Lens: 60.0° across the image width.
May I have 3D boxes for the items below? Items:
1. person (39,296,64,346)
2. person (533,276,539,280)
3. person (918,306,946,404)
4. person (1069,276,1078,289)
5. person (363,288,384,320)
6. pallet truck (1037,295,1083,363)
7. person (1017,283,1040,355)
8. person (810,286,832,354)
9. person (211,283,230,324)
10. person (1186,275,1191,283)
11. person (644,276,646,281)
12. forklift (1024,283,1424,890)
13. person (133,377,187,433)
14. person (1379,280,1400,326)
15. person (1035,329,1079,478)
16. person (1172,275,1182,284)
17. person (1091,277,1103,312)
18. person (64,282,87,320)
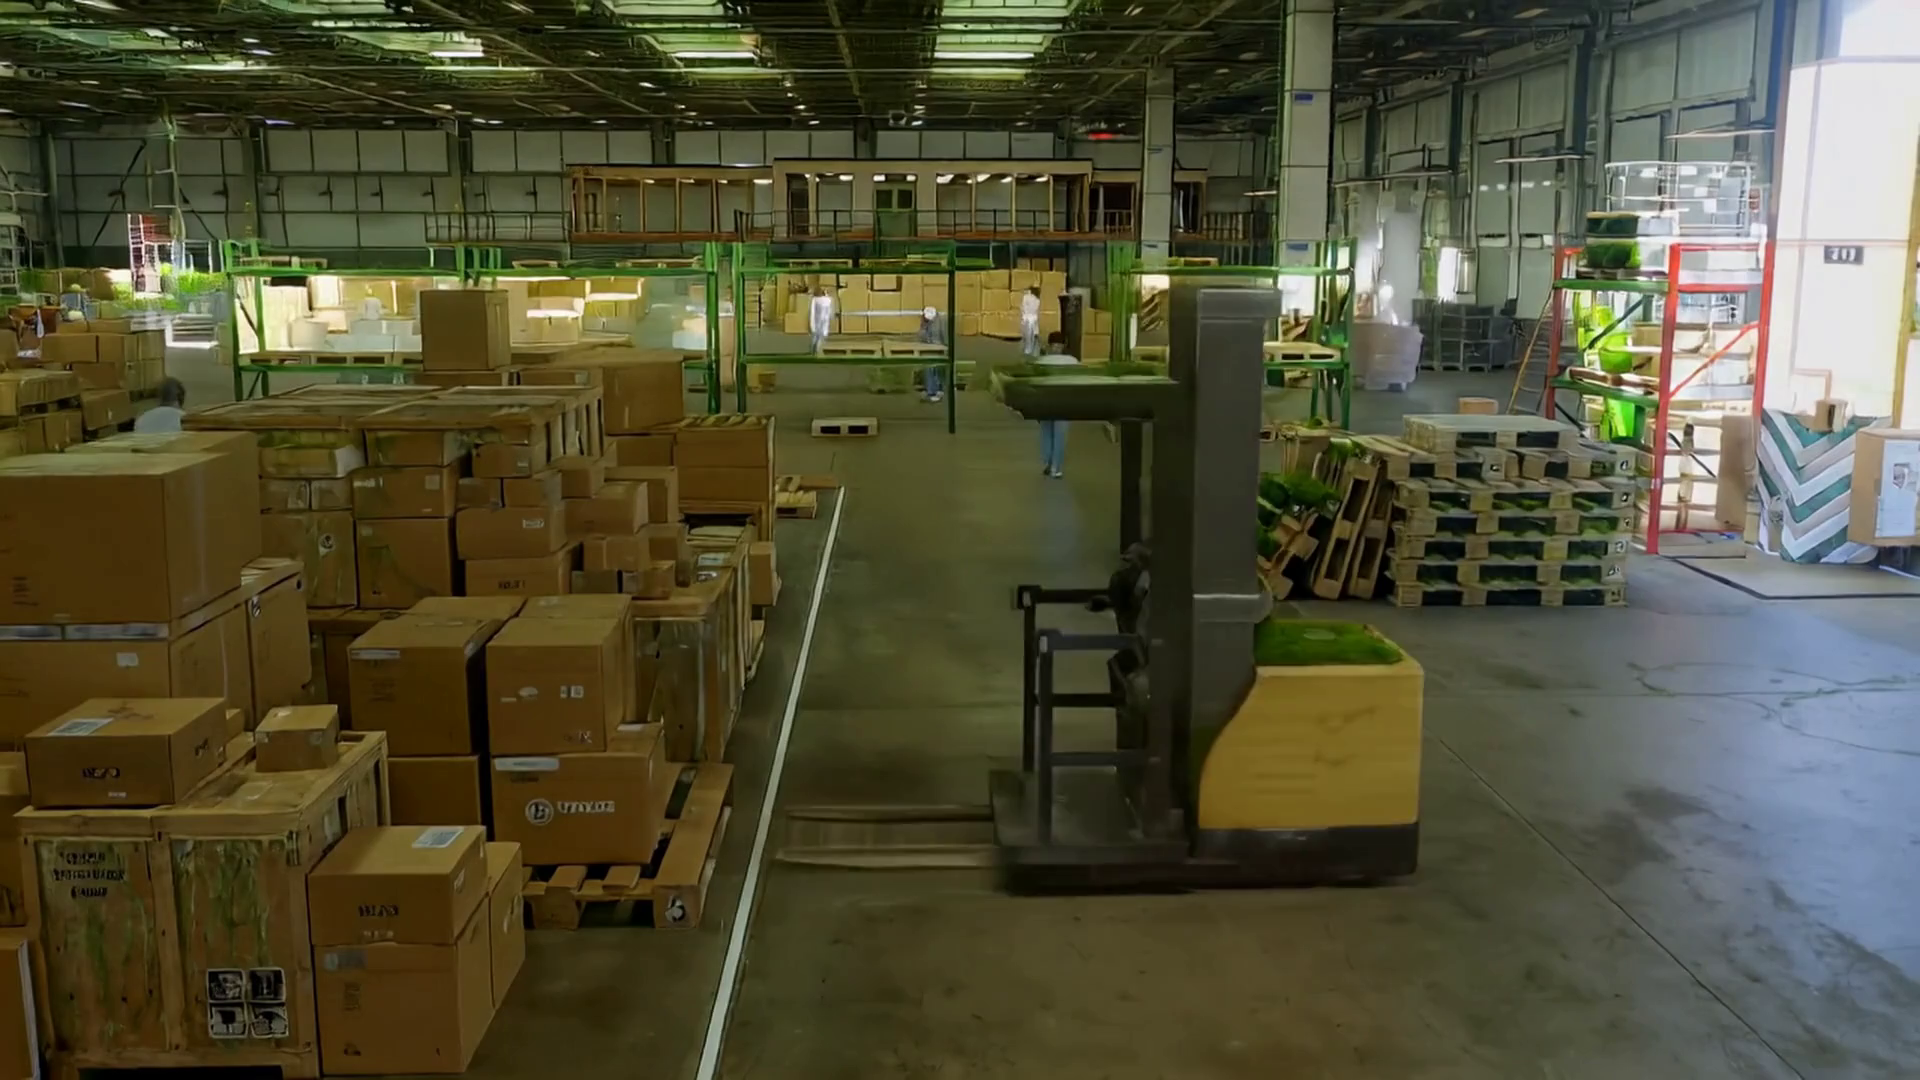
[{"bbox_3d":[-19.777,-4.390,36.279,0.516,1.861,0.325,-3,11,-17],"label":"person"},{"bbox_3d":[-15.866,-9.061,62.342,0.507,1.846,0.345,-6,12,-31],"label":"person"},{"bbox_3d":[-0.559,-3.469,31.219,0.621,1.837,0.429,-8,13,-38],"label":"person"},{"bbox_3d":[3.798,-7.949,56.050,0.337,1.881,0.588,-7,12,-34],"label":"person"},{"bbox_3d":[-16.723,-6.319,47.432,0.528,1.717,0.933,0,10,-2],"label":"person"},{"bbox_3d":[2.483,-3.881,33.060,1.885,1.965,0.823,-7,13,-36],"label":"pallet truck"},{"bbox_3d":[1.797,-5.961,44.881,0.792,1.910,0.549,9,14,42],"label":"person"},{"bbox_3d":[-3.626,-5.645,43.098,0.637,1.921,0.583,-8,13,-38],"label":"person"},{"bbox_3d":[-21.027,-6.405,47.459,0.399,1.871,0.646,1,10,5],"label":"person"},{"bbox_3d":[9.718,-10.722,71.176,0.395,1.994,0.612,2,10,10],"label":"person"},{"bbox_3d":[-11.306,-8.560,59.211,0.365,1.964,0.610,-4,11,-22],"label":"person"},{"bbox_3d":[1.220,0.166,8.053,1.873,2.768,1.129,0,10,-2],"label":"forklift"},{"bbox_3d":[-6.731,-0.453,14.290,0.647,1.885,1.009,1,10,5],"label":"person"},{"bbox_3d":[14.410,-7.857,55.864,0.647,1.783,0.999,-5,11,-27],"label":"person"},{"bbox_3d":[1.253,-1.756,21.454,0.607,1.907,0.490,0,10,3],"label":"person"},{"bbox_3d":[8.108,-9.000,61.780,0.655,1.932,0.616,9,14,42],"label":"person"},{"bbox_3d":[5.019,-8.928,61.981,0.828,1.712,0.495,5,12,28],"label":"person"},{"bbox_3d":[-23.848,-5.980,44.921,0.552,1.935,0.366,0,10,2],"label":"person"}]
